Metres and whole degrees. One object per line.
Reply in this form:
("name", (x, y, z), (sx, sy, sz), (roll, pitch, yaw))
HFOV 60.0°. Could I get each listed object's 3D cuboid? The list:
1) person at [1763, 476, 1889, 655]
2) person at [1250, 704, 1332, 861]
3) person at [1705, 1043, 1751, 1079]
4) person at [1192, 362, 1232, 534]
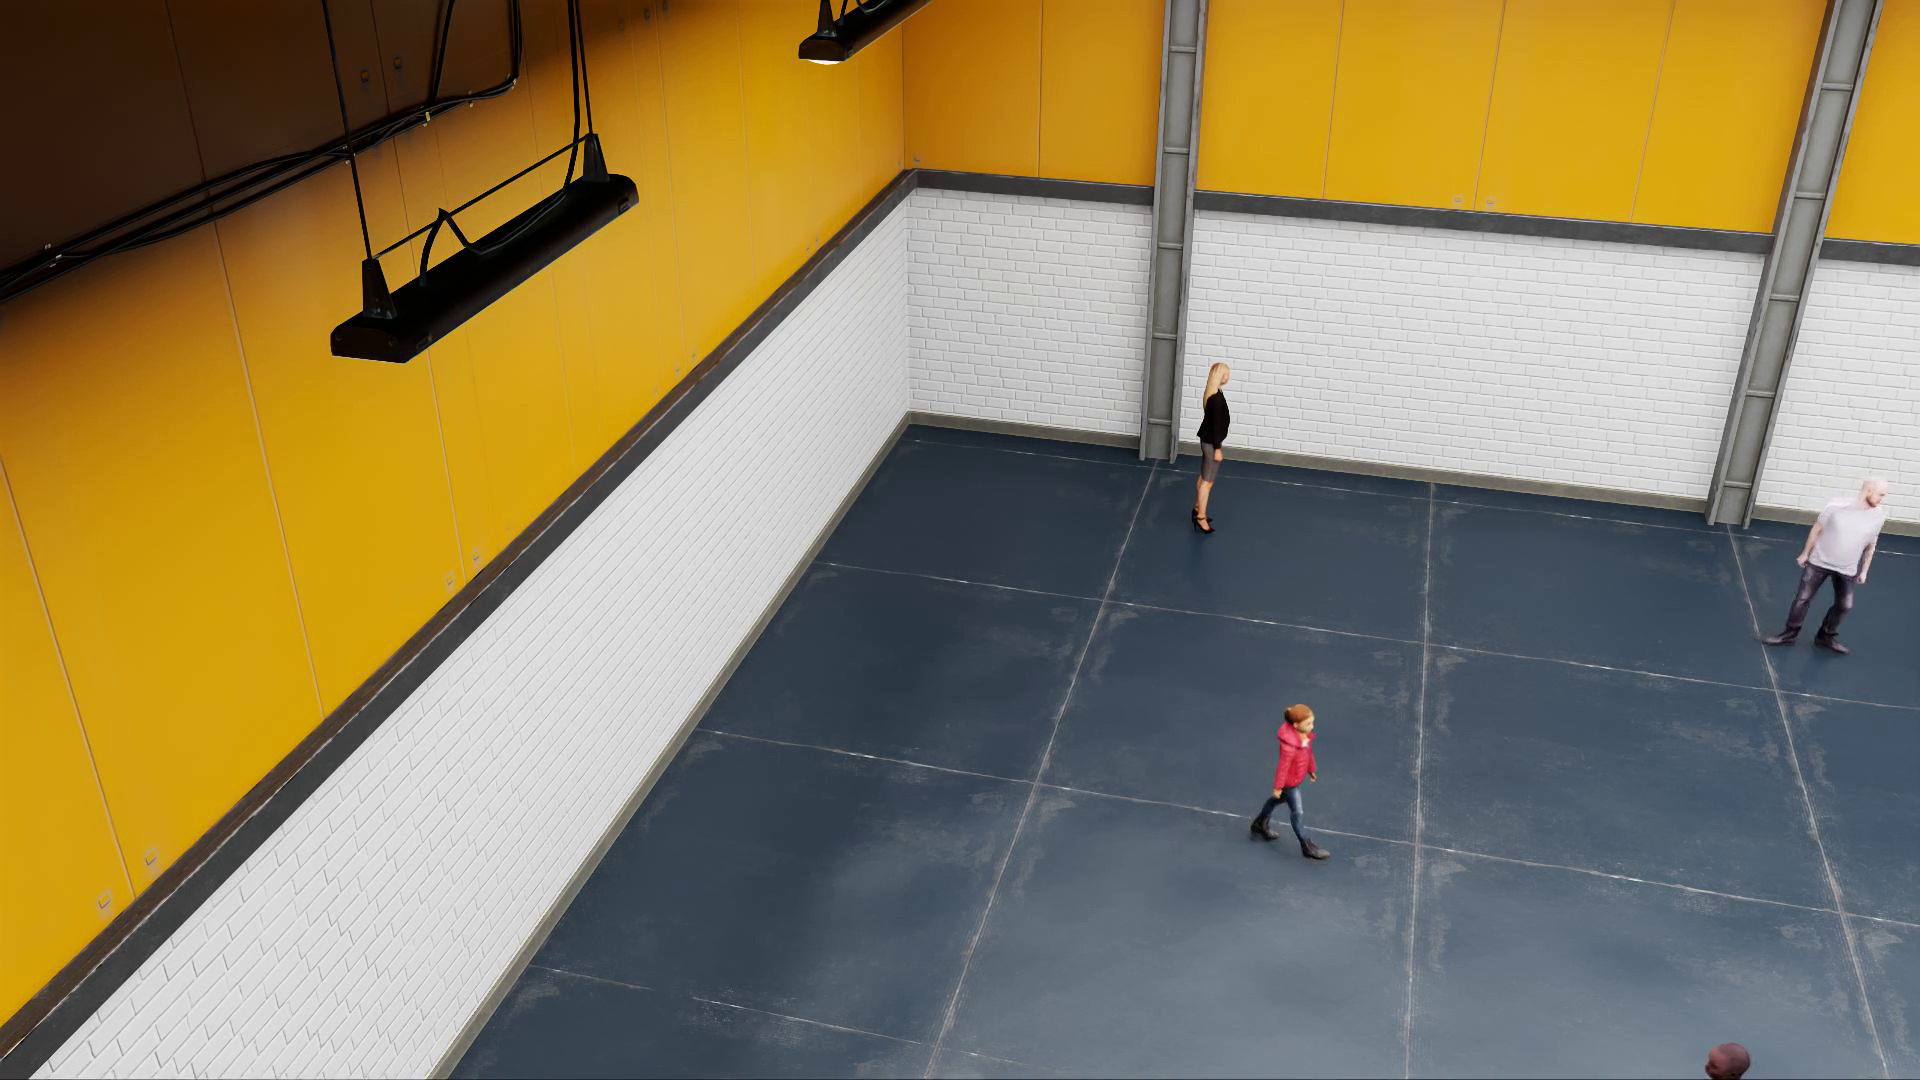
("person", (7.719, 0.194, 14.821), (0.511, 1.807, 0.943), (16, 32, 27))
("person", (2.428, 1.770, 12.477), (0.955, 1.286, 0.714), (18, 33, 30))
("person", (4.009, 3.385, 8.983), (0.538, 1.796, 0.631), (5, 29, 10))
("person", (2.538, -0.944, 16.874), (0.631, 1.840, 0.665), (0, 29, 0))
